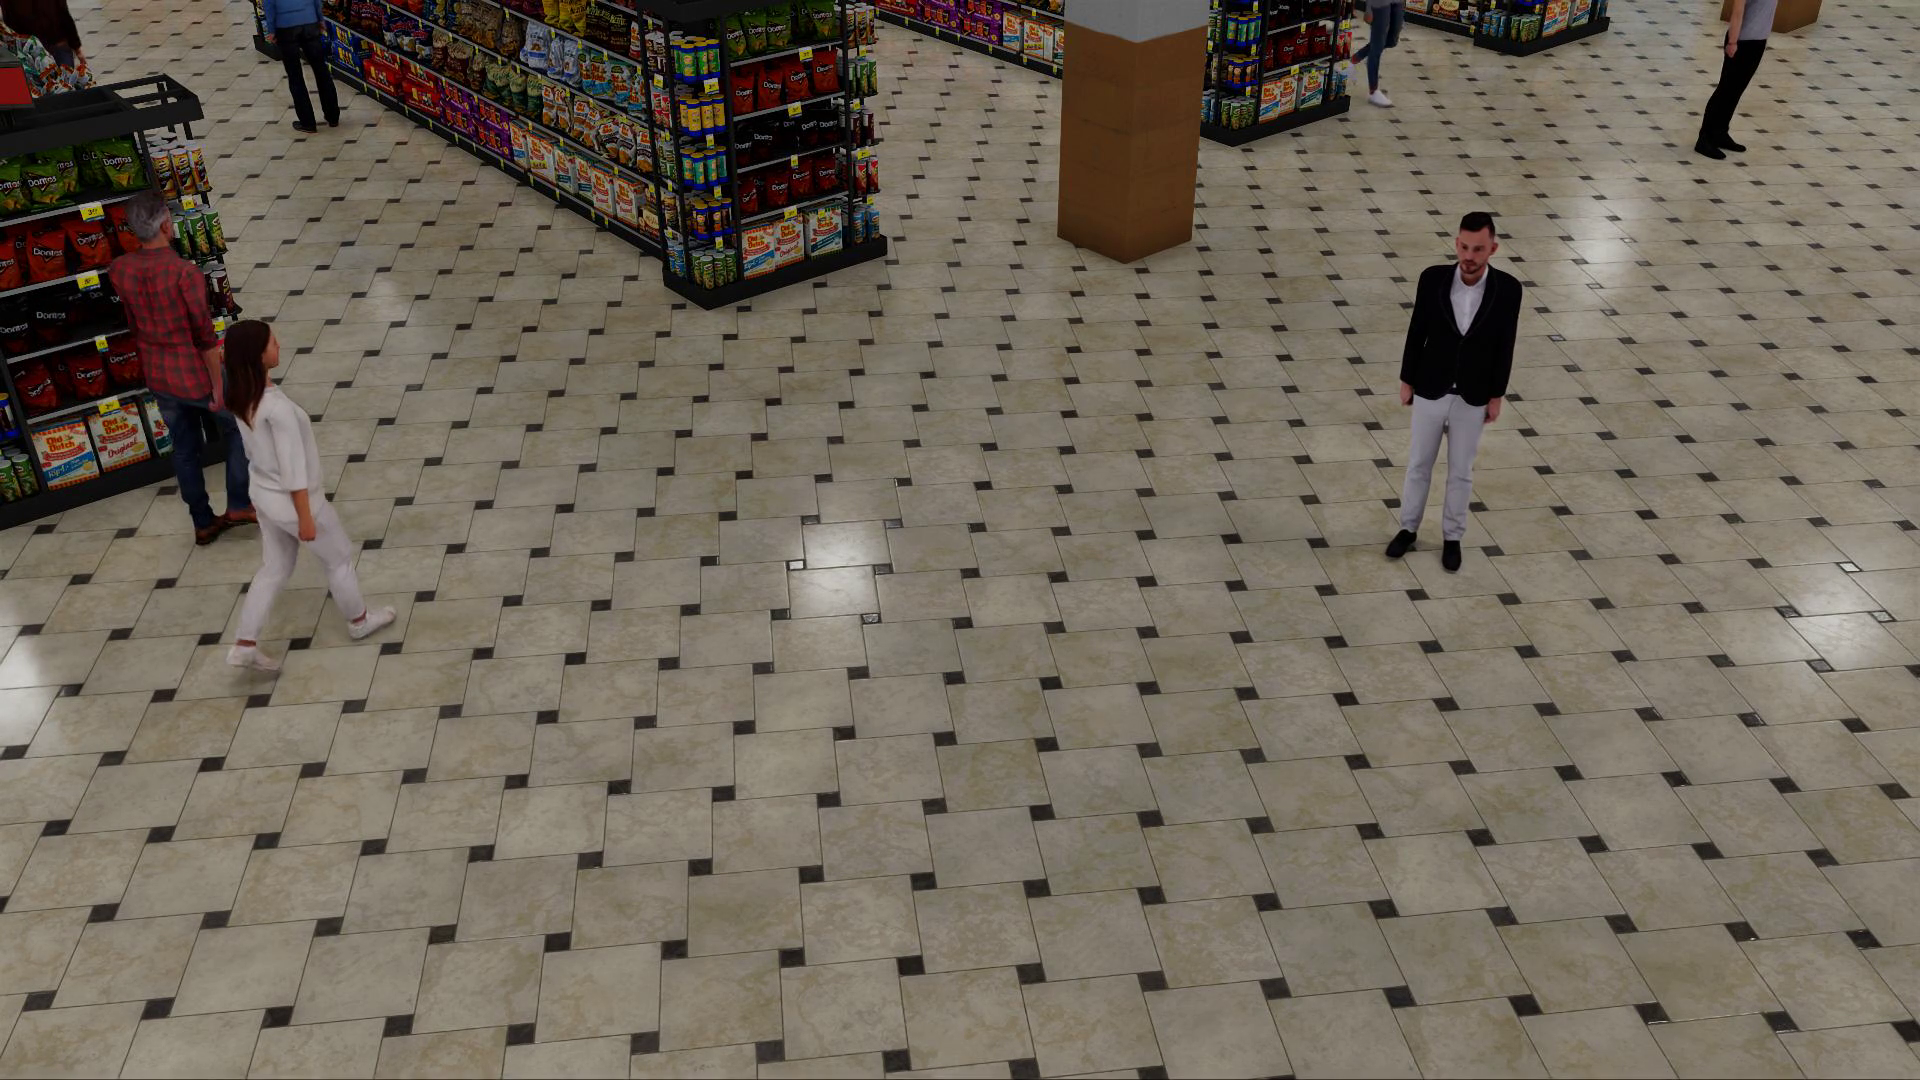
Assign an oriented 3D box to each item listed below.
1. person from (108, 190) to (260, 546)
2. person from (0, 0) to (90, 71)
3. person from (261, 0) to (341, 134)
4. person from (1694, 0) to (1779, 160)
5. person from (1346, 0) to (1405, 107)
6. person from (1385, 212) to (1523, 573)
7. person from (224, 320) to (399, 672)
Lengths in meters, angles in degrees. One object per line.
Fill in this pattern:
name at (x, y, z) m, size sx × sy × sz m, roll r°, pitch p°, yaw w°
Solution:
person at (-3.848, -0.779, 8.151) m, size 0.807 × 1.817 × 0.884 m, roll 6°, pitch 32°, yaw 9°
person at (-7.173, -3.803, 13.058) m, size 0.647 × 1.768 × 0.760 m, roll -23°, pitch 39°, yaw -32°
person at (-5.546, -4.330, 13.863) m, size 0.673 × 1.812 × 0.573 m, roll -28°, pitch 41°, yaw -37°
person at (6.301, -4.032, 13.336) m, size 0.675 × 1.863 × 0.525 m, roll -22°, pitch 38°, yaw -31°
person at (3.643, -4.711, 14.557) m, size 0.624 × 1.726 × 0.861 m, roll -23°, pitch 38°, yaw -32°
person at (2.384, -0.722, 8.036) m, size 0.647 × 1.841 × 0.788 m, roll 12°, pitch 34°, yaw 18°
person at (-3.016, -0.146, 7.282) m, size 1.049 × 1.659 × 0.824 m, roll 22°, pitch 38°, yaw 31°
